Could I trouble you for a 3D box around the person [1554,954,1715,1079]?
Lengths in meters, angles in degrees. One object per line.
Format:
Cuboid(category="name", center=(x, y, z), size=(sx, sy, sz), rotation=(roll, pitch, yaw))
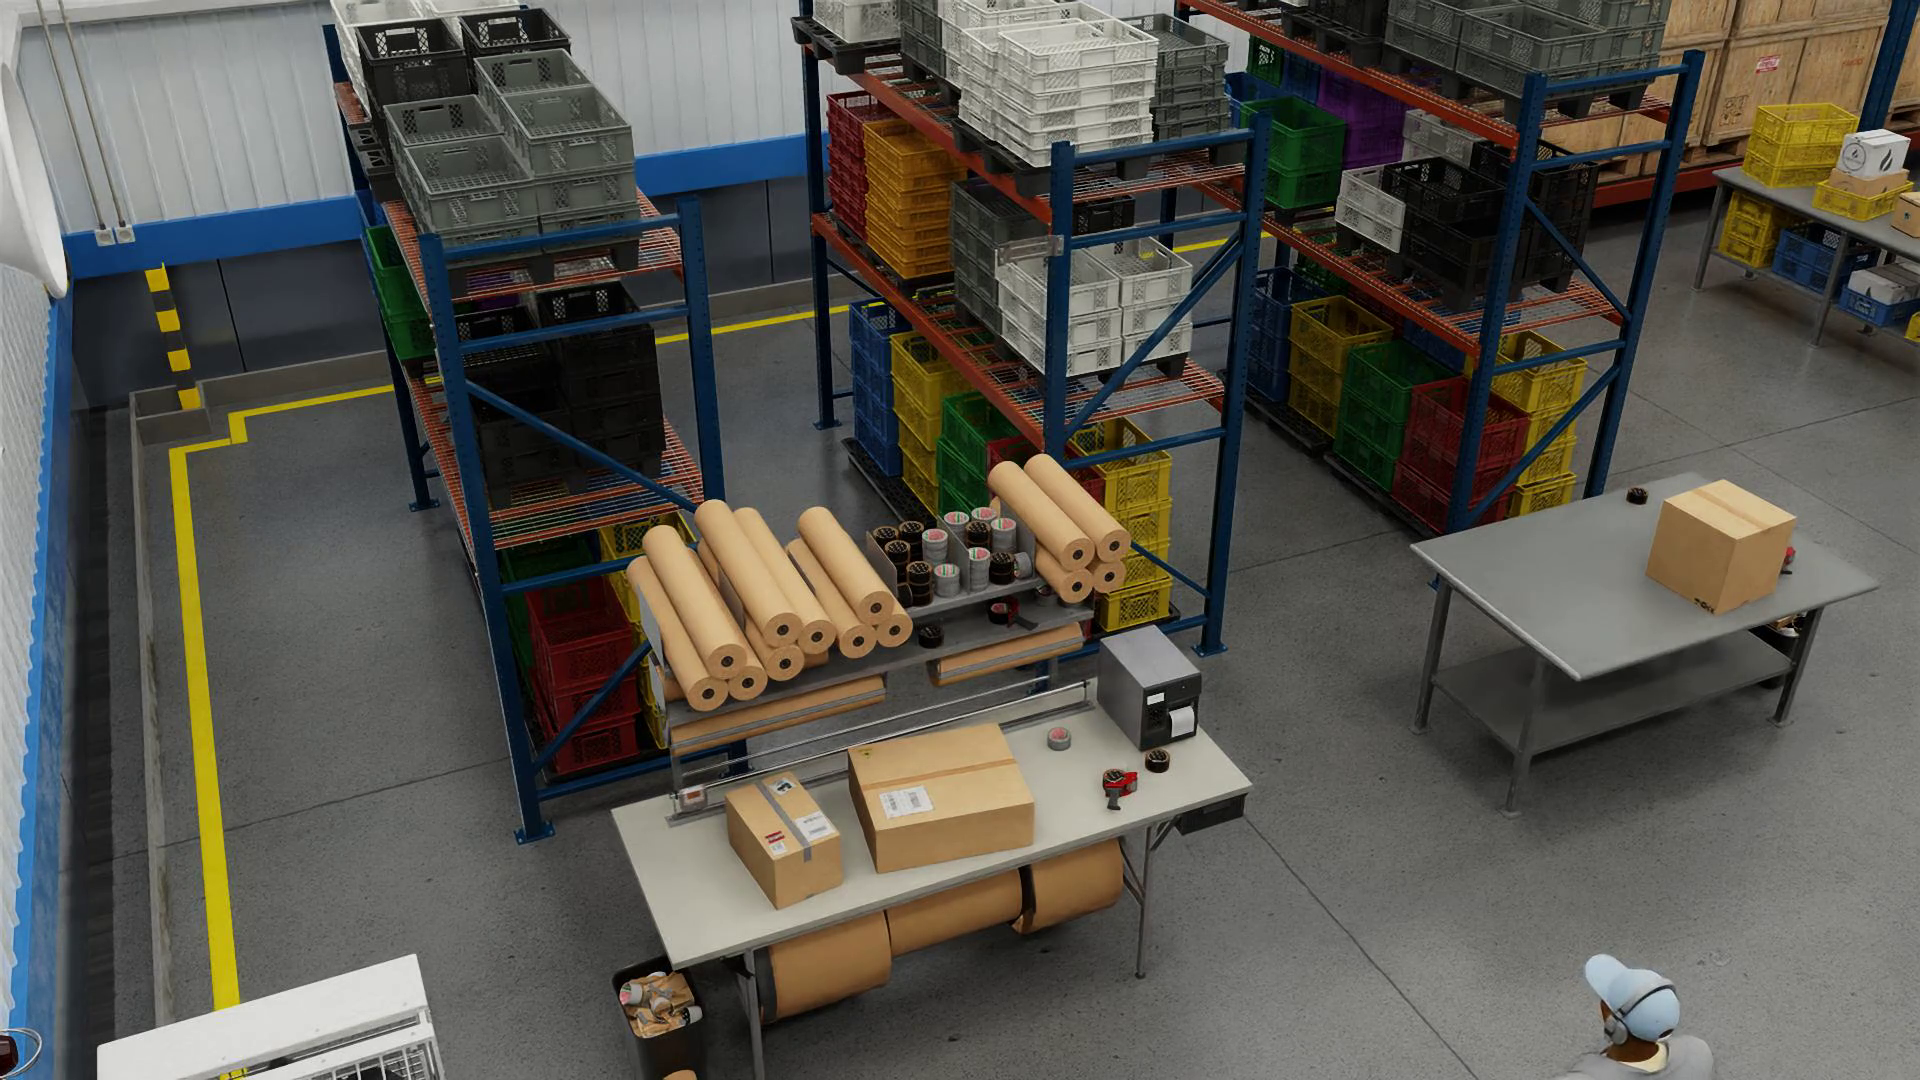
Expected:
Cuboid(category="person", center=(1.958, 2.012, 5.194), size=(0.589, 1.852, 0.365), rotation=(-13, 34, -19))
